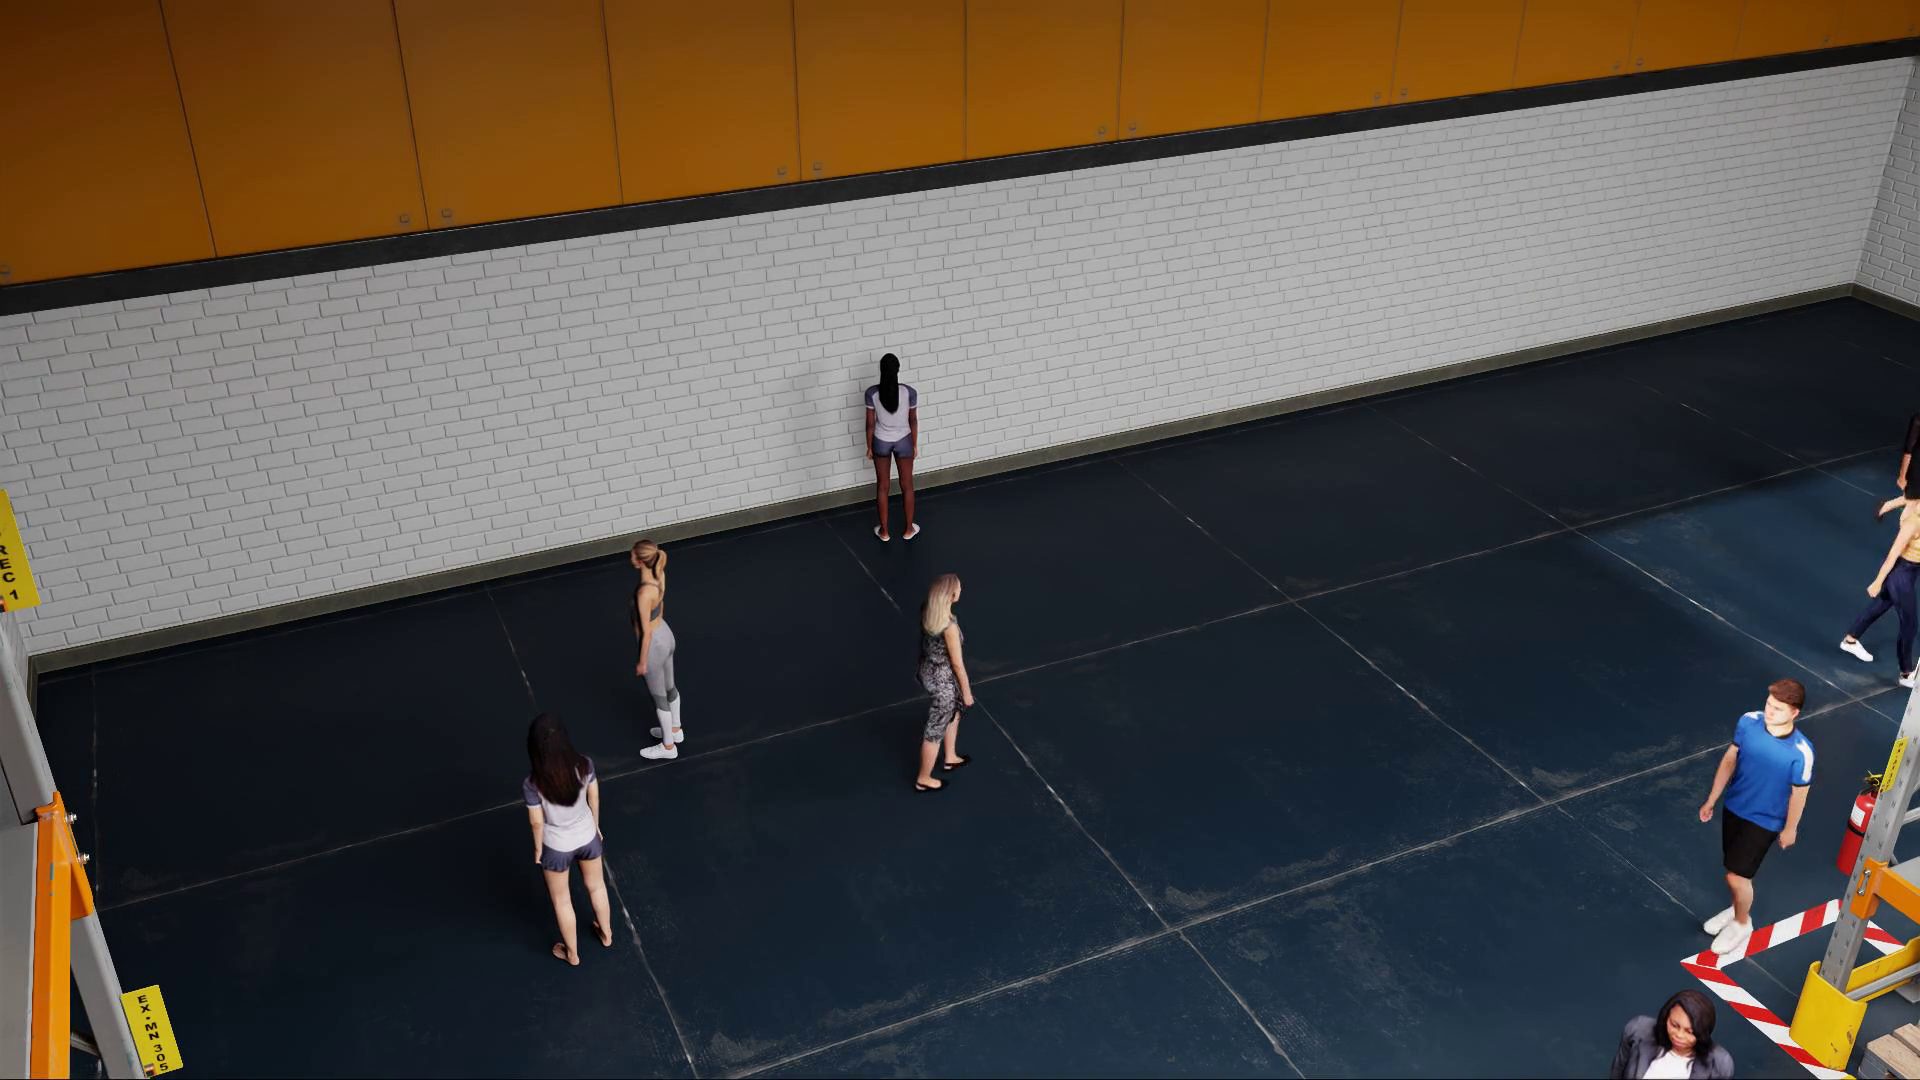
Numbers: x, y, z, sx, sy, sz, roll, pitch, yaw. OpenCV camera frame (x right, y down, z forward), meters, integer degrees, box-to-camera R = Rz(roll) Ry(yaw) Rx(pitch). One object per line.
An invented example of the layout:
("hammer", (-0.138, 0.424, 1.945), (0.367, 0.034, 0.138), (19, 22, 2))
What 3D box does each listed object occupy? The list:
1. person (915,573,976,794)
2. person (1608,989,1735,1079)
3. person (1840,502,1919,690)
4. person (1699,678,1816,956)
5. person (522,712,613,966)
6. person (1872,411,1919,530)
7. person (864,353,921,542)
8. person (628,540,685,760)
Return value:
("person", (-0.226, 0.993, 11.094), (0.669, 1.683, 0.646), (-14, 31, -24))
("person", (3.301, 2.783, 7.903), (0.780, 1.597, 0.859), (15, 32, 25))
("person", (7.022, 0.254, 12.545), (0.654, 1.590, 1.038), (-17, 33, -28))
("person", (4.771, 1.587, 9.828), (0.698, 1.852, 0.605), (-11, 31, -20))
("person", (-2.293, 1.739, 9.701), (0.639, 1.707, 0.598), (-21, 35, -33))
("person", (8.075, -0.609, 14.062), (0.767, 1.653, 0.956), (-6, 29, -12))
("person", (-0.588, -0.806, 14.352), (0.686, 1.721, 0.675), (-1, 29, -2))
("person", (-2.105, 0.748, 11.524), (0.724, 1.702, 0.641), (5, 29, 9))
